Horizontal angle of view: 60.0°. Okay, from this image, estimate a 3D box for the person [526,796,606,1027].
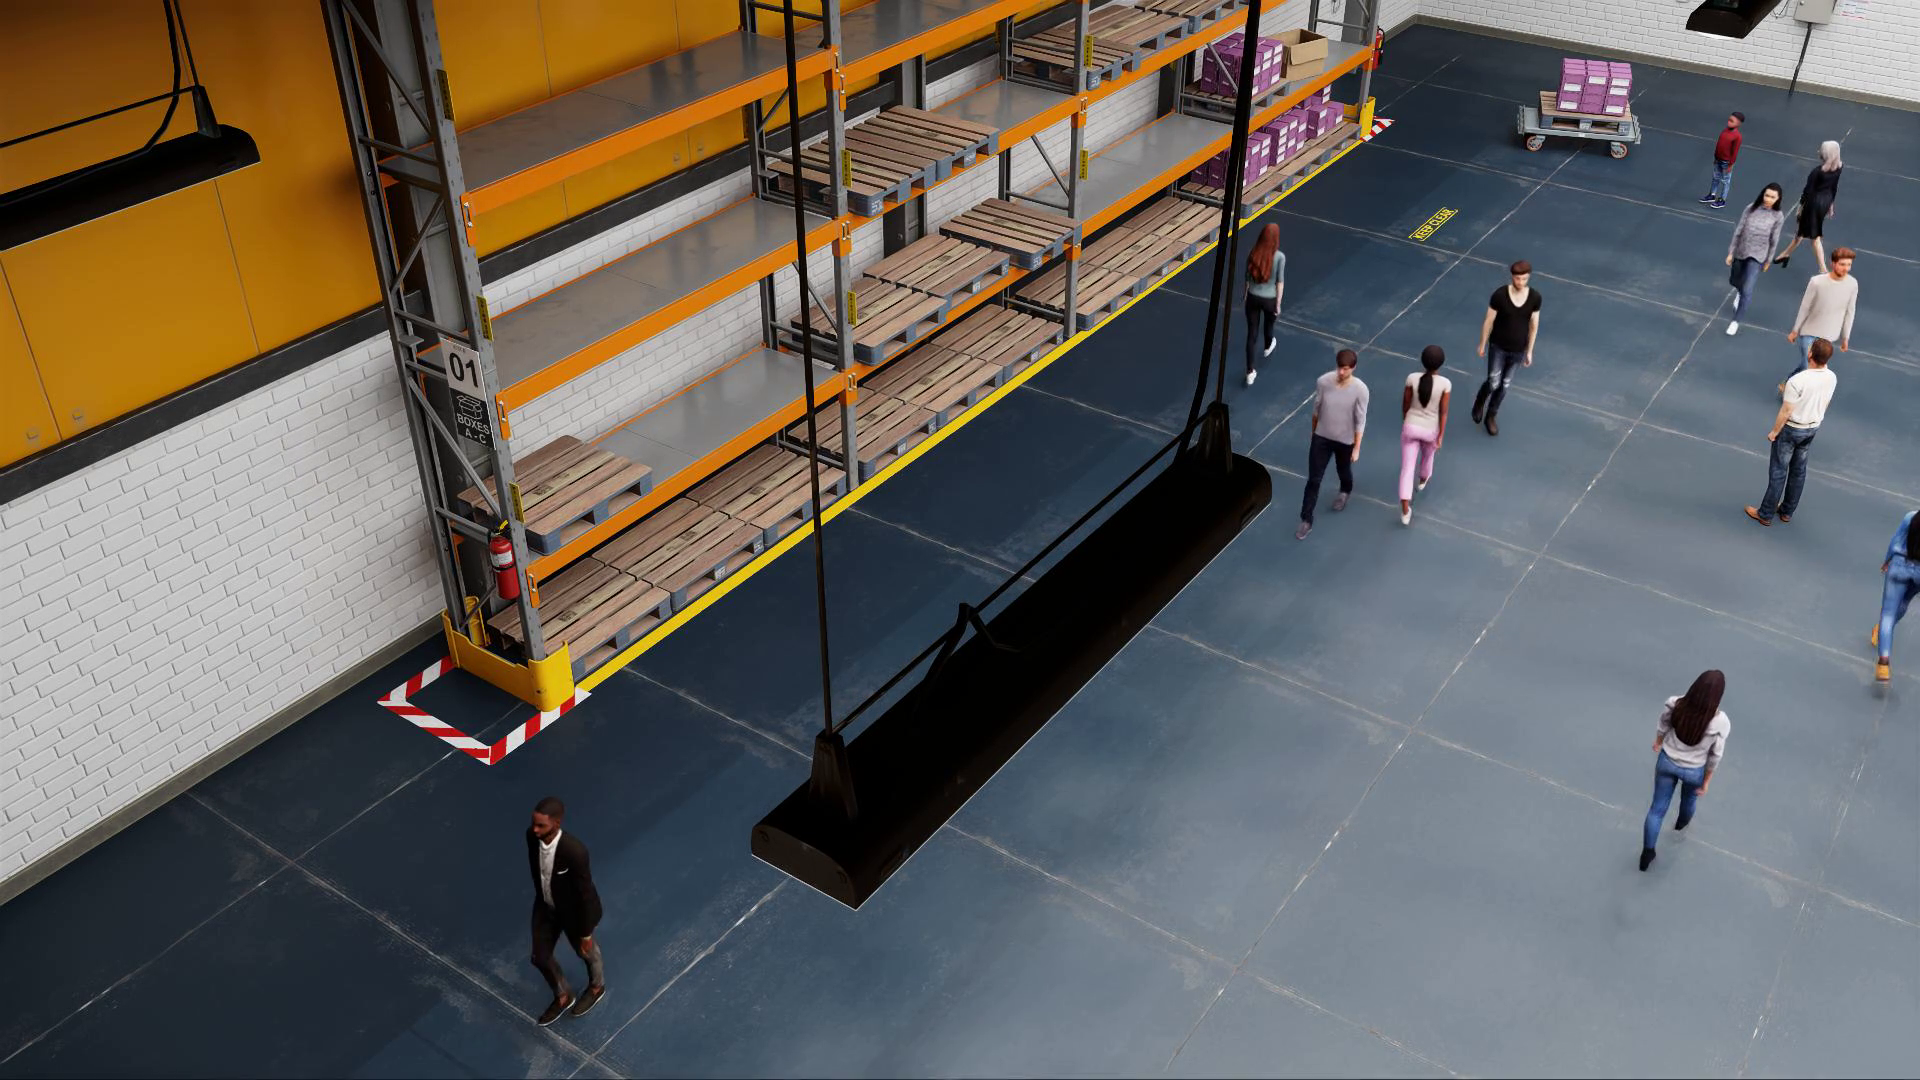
[{"bbox_3d":[-2.396,2.248,10.364,0.705,1.791,0.713,18,38,25],"label":"person"}]

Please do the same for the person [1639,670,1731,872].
[{"bbox_3d":[4.951,1.621,11.479,0.625,1.602,0.965,19,38,26],"label":"person"}]

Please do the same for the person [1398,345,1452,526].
[{"bbox_3d":[4.194,-0.927,15.219,0.788,1.705,1.139,11,35,16],"label":"person"}]

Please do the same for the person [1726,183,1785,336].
[{"bbox_3d":[8.886,-3.206,18.645,0.688,1.707,1.087,25,41,32],"label":"person"}]

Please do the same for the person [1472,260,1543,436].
[{"bbox_3d":[5.455,-1.971,16.634,0.835,1.878,0.900,3,34,5],"label":"person"}]

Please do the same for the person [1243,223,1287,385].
[{"bbox_3d":[3.152,-2.456,17.529,0.757,1.693,1.169,14,36,20],"label":"person"}]

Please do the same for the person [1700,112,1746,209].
[{"bbox_3d":[10.016,-4.988,21.735,0.628,1.255,0.579,-9,35,-13],"label":"person"}]

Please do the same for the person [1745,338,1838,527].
[{"bbox_3d":[7.642,-0.984,15.167,0.730,1.856,0.810,-8,35,-12],"label":"person"}]

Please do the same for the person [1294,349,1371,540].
[{"bbox_3d":[3.470,-0.947,15.171,0.743,1.790,1.216,18,38,25],"label":"person"}]

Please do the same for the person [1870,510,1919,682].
[{"bbox_3d":[7.585,0.366,13.308,0.753,1.666,1.227,13,36,19],"label":"person"}]

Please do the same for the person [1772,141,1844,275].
[{"bbox_3d":[10.114,-3.817,19.576,1.158,1.694,1.062,-13,36,-18],"label":"person"}]

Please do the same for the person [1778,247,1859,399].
[{"bbox_3d":[8.668,-2.104,16.849,1.108,1.860,1.291,1,34,2],"label":"person"}]
